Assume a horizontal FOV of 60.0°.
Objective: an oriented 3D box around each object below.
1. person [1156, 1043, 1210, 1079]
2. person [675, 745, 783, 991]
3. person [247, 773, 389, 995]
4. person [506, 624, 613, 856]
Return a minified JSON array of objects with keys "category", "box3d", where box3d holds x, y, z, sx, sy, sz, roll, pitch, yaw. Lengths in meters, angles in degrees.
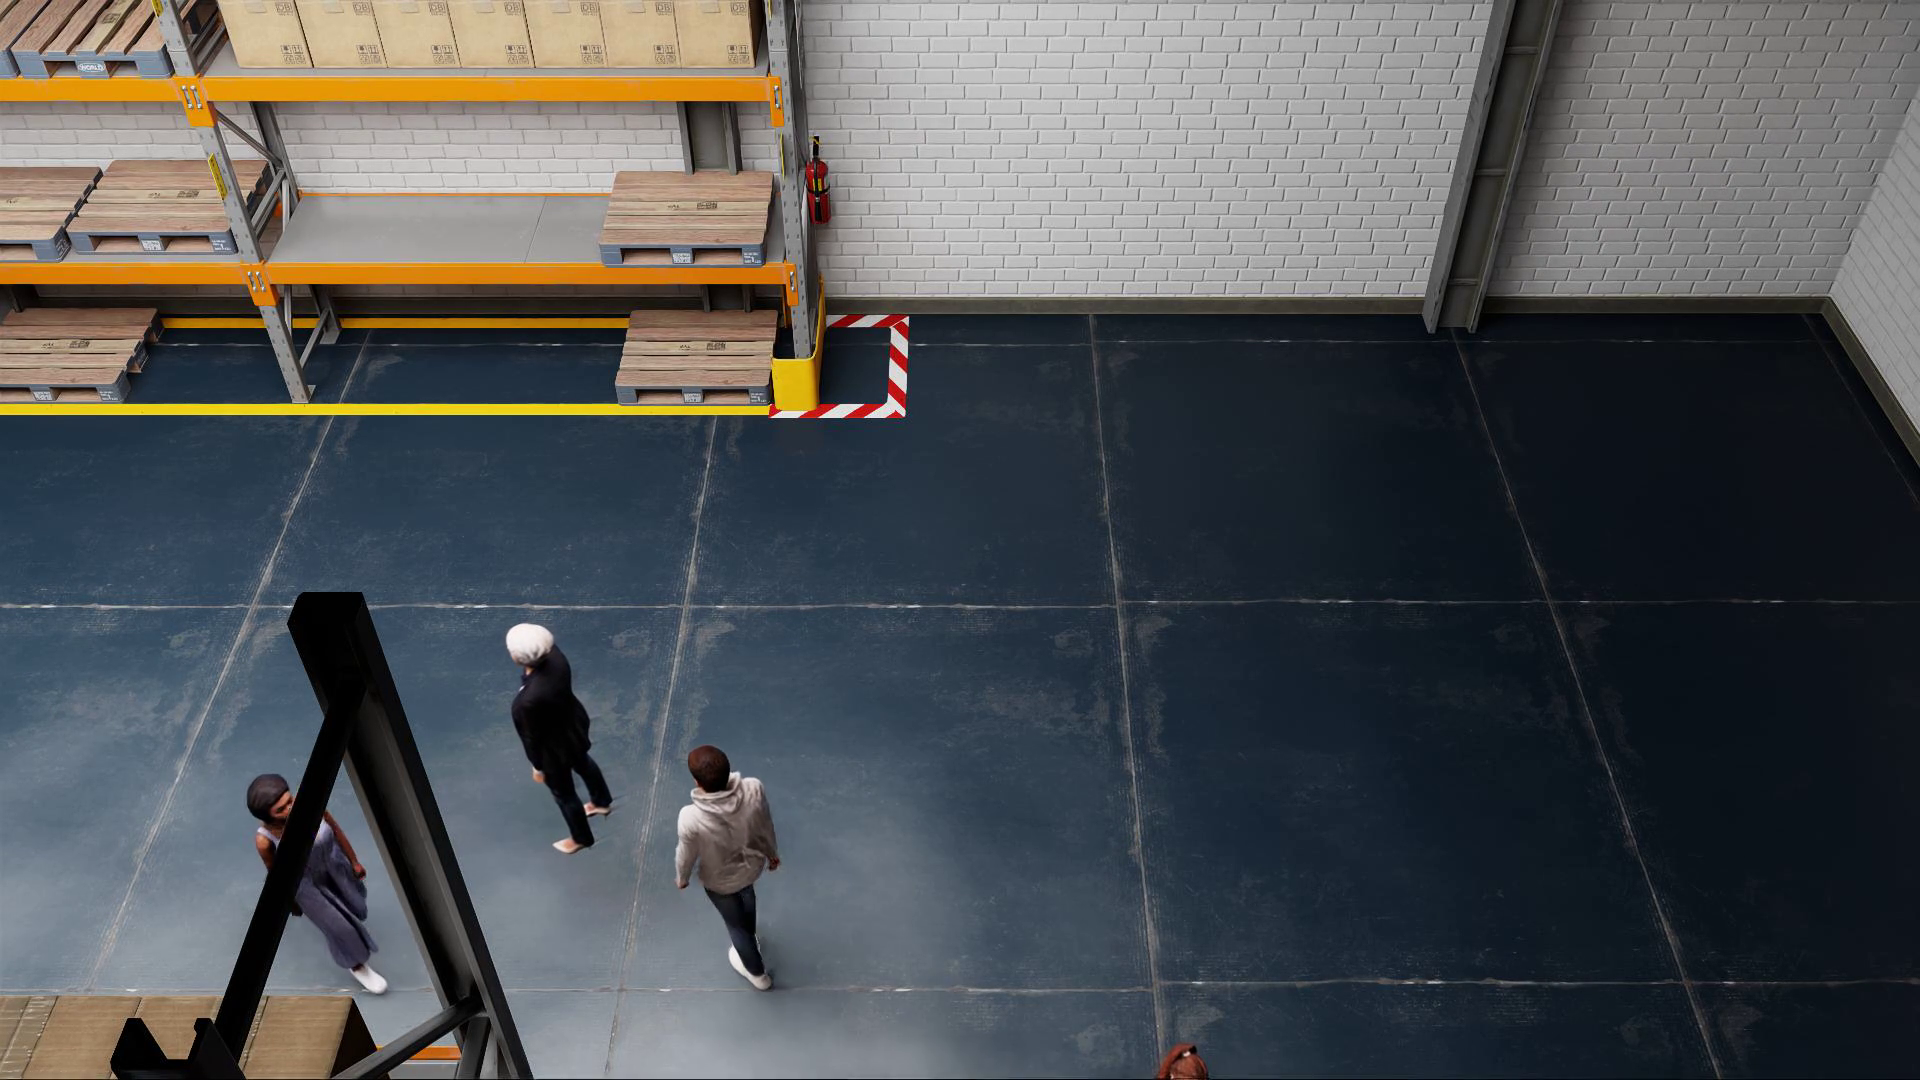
[{"category":"person","box3d":[0.953,2.863,7.731,0.686,1.742,0.661,26,49,24]},{"category":"person","box3d":[-1.145,1.802,8.777,0.878,1.835,0.940,-29,51,-27]},{"category":"person","box3d":[-3.488,1.770,8.922,1.045,1.680,0.912,27,50,26]},{"category":"person","box3d":[-2.138,1.026,8.880,0.636,1.778,0.747,6,44,6]}]
